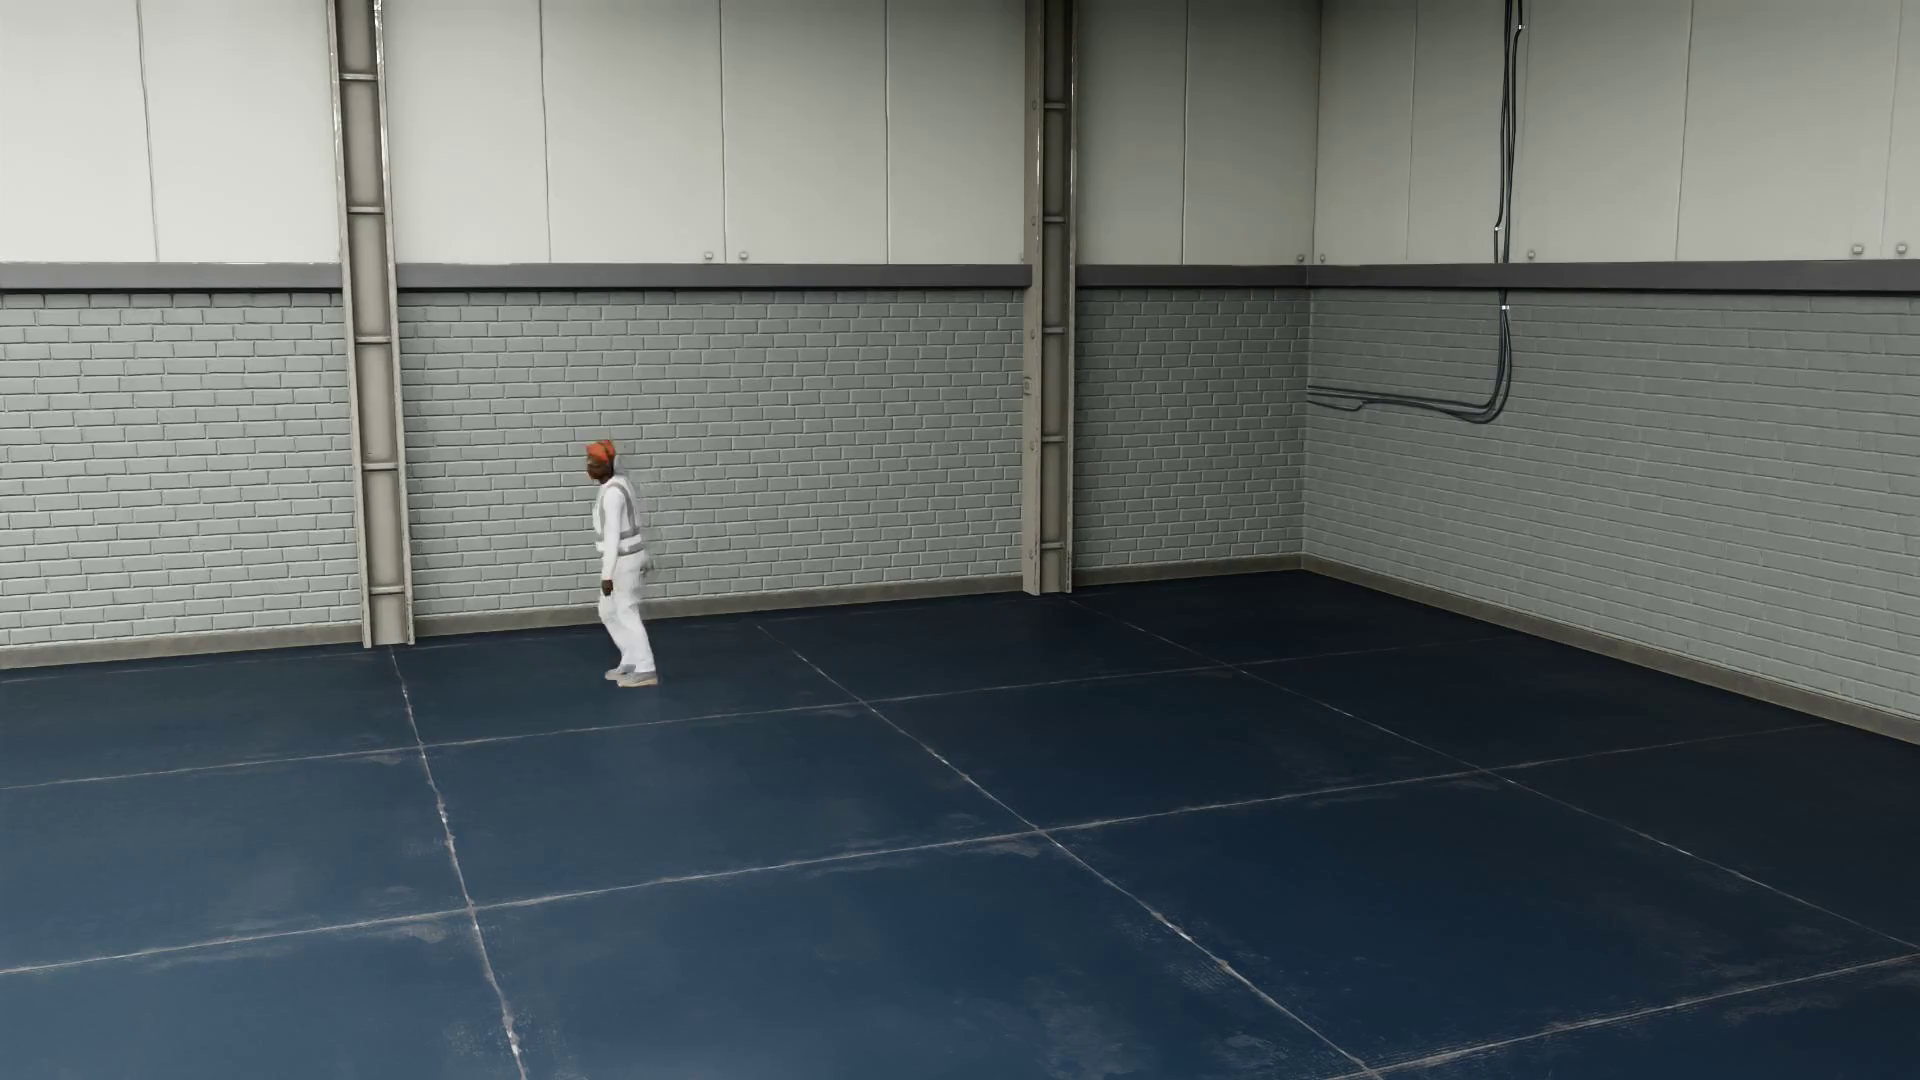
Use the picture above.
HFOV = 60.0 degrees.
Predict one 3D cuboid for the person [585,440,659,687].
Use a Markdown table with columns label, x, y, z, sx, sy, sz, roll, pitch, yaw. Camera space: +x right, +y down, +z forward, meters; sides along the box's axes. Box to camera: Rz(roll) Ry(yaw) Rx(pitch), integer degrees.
| label | x | y | z | sx | sy | sz | roll | pitch | yaw |
| --- | --- | --- | --- | --- | --- | --- | --- | --- | --- |
| person | -2.464 | 0.181 | 12.169 | 0.518 | 1.848 | 0.596 | -3 | 9 | -16 |
